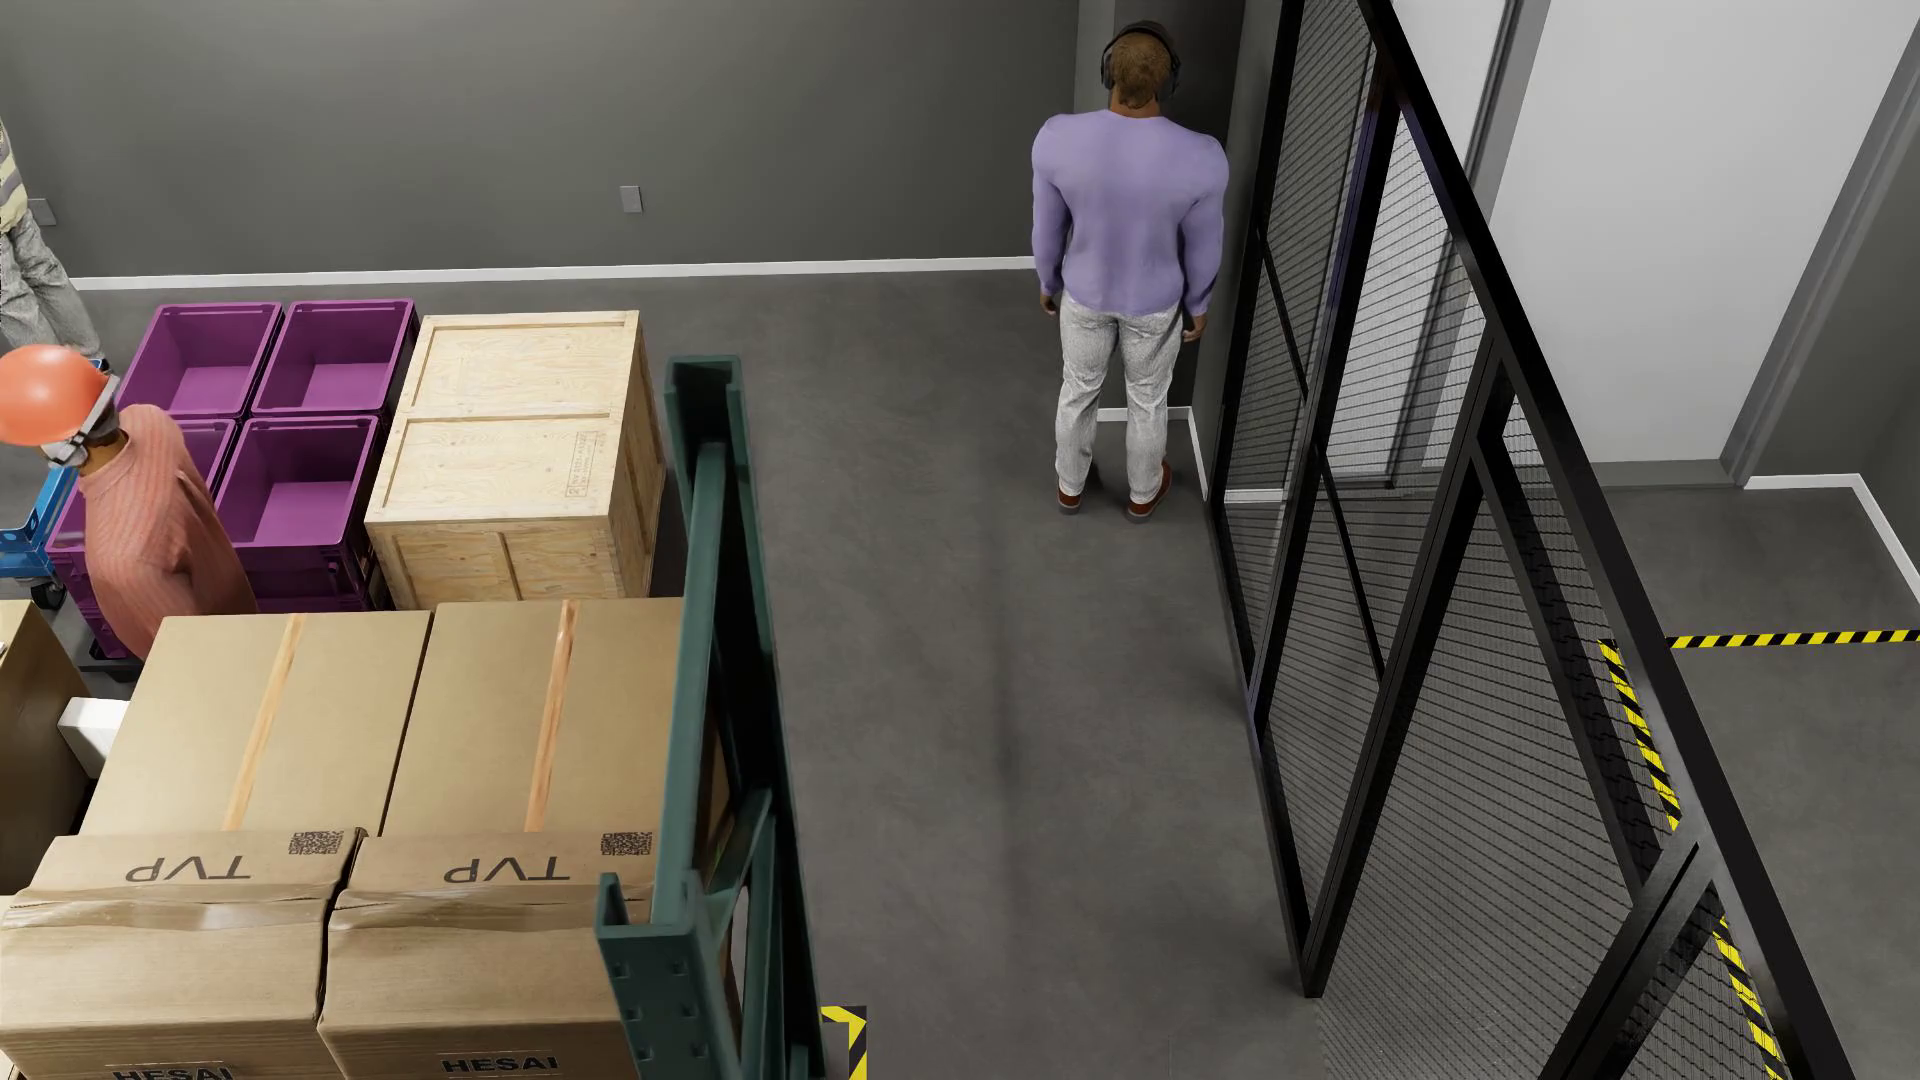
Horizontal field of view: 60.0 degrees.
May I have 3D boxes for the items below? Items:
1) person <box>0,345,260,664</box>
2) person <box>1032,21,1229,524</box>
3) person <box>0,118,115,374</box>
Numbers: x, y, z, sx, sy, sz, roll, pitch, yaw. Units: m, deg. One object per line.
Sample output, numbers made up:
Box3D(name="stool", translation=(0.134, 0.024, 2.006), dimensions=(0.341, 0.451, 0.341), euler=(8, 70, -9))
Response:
Box3D(name="person", translation=(-2.064, 0.264, 4.472), dimensions=(0.399, 1.983, 0.623), euler=(-12, 48, -11))
Box3D(name="person", translation=(0.540, -0.833, 5.552), dimensions=(0.630, 1.940, 0.373), euler=(10, 47, 9))
Box3D(name="person", translation=(-3.553, -1.186, 5.961), dimensions=(0.403, 1.832, 0.594), euler=(2, 46, 2))
